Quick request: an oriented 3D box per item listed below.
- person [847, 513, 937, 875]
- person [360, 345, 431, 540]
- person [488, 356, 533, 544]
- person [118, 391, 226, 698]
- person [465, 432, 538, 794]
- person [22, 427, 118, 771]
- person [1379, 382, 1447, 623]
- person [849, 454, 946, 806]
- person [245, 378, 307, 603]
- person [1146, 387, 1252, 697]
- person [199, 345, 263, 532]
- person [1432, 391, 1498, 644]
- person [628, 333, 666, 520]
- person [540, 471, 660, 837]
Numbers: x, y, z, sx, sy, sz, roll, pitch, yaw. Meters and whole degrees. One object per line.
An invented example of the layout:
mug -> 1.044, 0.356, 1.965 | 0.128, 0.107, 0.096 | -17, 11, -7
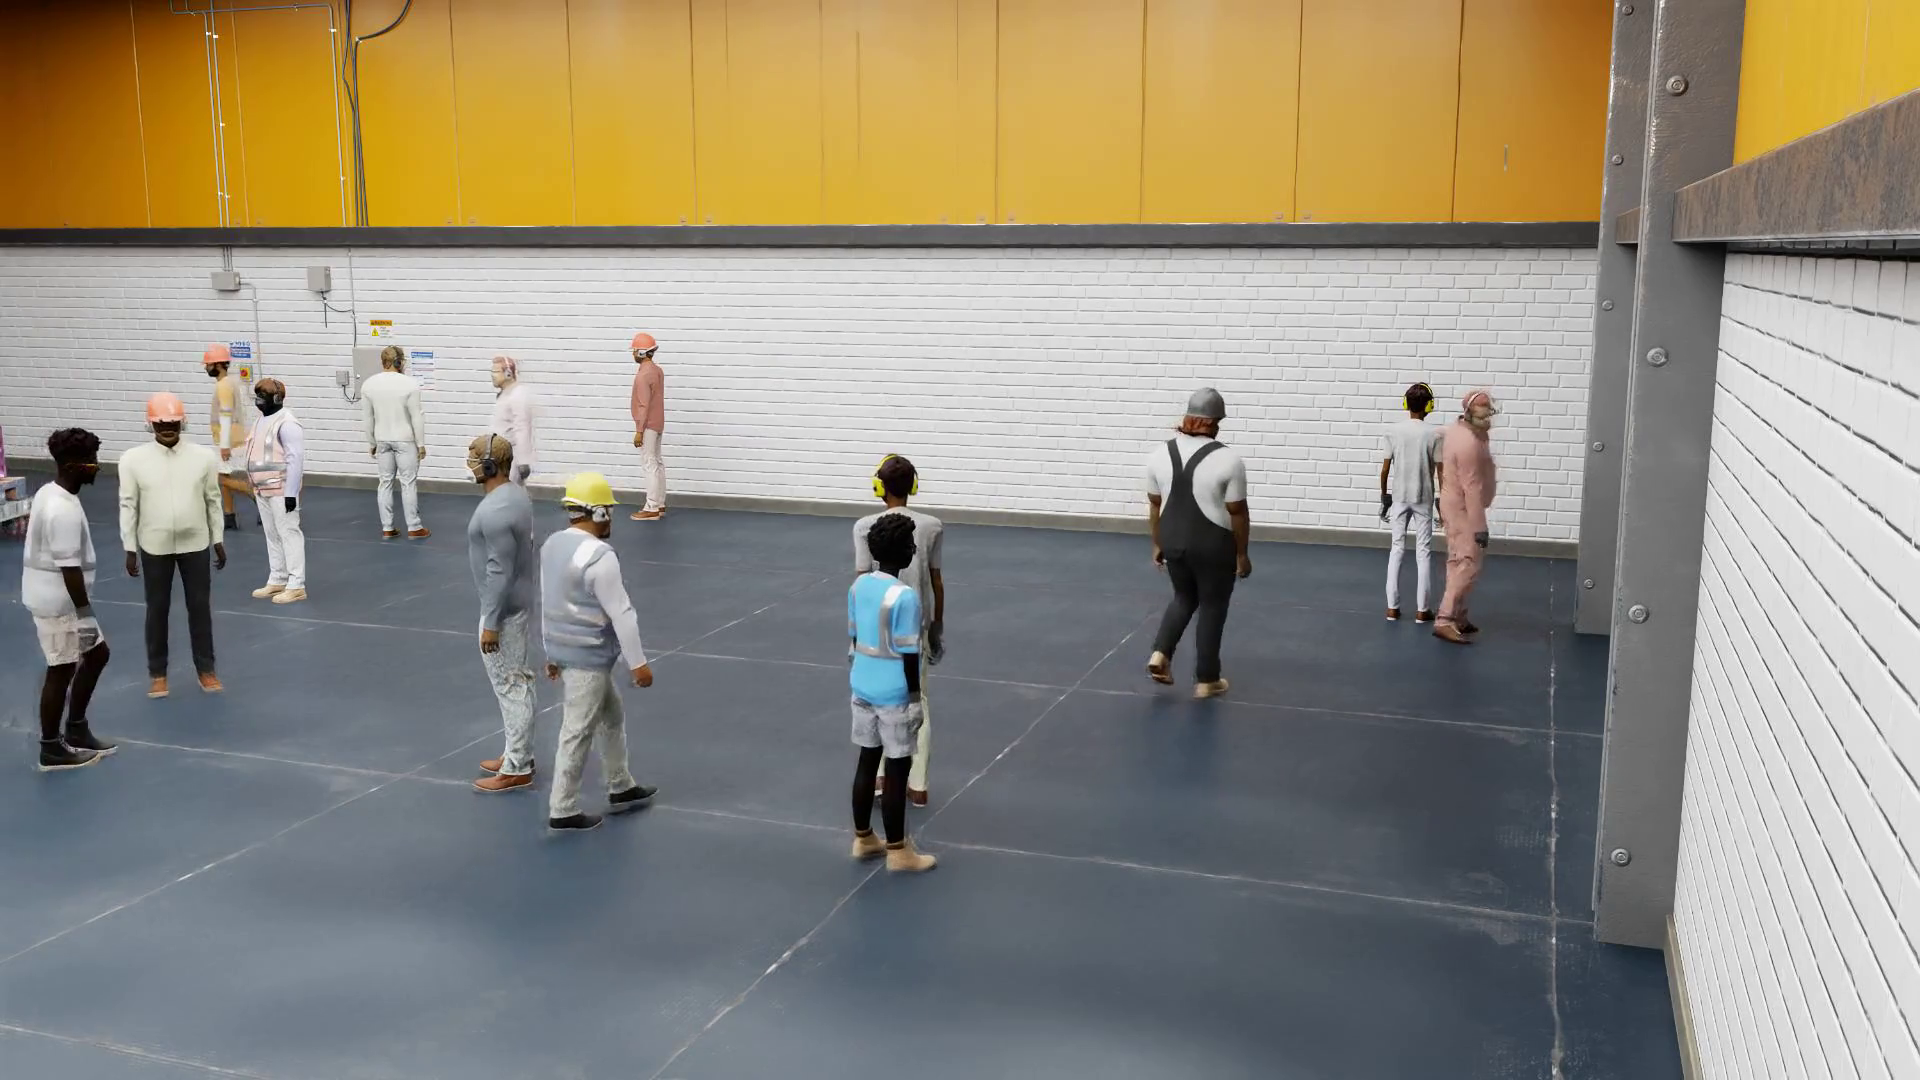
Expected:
person -> -0.331, 0.713, 7.777 | 0.317, 1.694, 0.540 | -7, 12, -33
person -> -5.601, -0.958, 16.518 | 0.627, 1.936, 0.373 | 2, 10, 10
person -> -4.240, -0.770, 15.565 | 0.461, 1.890, 0.678 | -5, 11, -25
person -> -5.100, 0.026, 10.806 | 0.622, 1.990, 0.401 | -7, 12, -33
person -> -2.461, 0.388, 8.925 | 0.373, 1.940, 0.629 | -1, 10, -7
person -> -4.937, 0.331, 9.250 | 0.549, 1.936, 0.654 | -5, 11, -28
person -> 3.527, -0.290, 12.935 | 0.532, 1.869, 0.311 | 5, 11, 28
person -> -0.330, 0.480, 8.715 | 0.533, 1.839, 0.441 | -4, 11, -21
person -> -5.634, -0.410, 13.681 | 0.632, 1.846, 0.429 | 9, 13, 41
person -> 1.579, 0.011, 10.759 | 0.689, 2.000, 0.544 | 9, 13, 41
person -> -7.402, -1.026, 16.945 | 0.602, 1.916, 0.554 | -4, 11, -22
person -> 3.746, -0.176, 12.328 | 0.442, 1.866, 0.705 | 1, 10, 5
person -> -3.333, -1.208, 17.753 | 0.375, 1.995, 0.611 | 1, 10, 6
person -> -1.777, 0.557, 8.353 | 0.796, 1.796, 0.598 | -7, 12, -34
